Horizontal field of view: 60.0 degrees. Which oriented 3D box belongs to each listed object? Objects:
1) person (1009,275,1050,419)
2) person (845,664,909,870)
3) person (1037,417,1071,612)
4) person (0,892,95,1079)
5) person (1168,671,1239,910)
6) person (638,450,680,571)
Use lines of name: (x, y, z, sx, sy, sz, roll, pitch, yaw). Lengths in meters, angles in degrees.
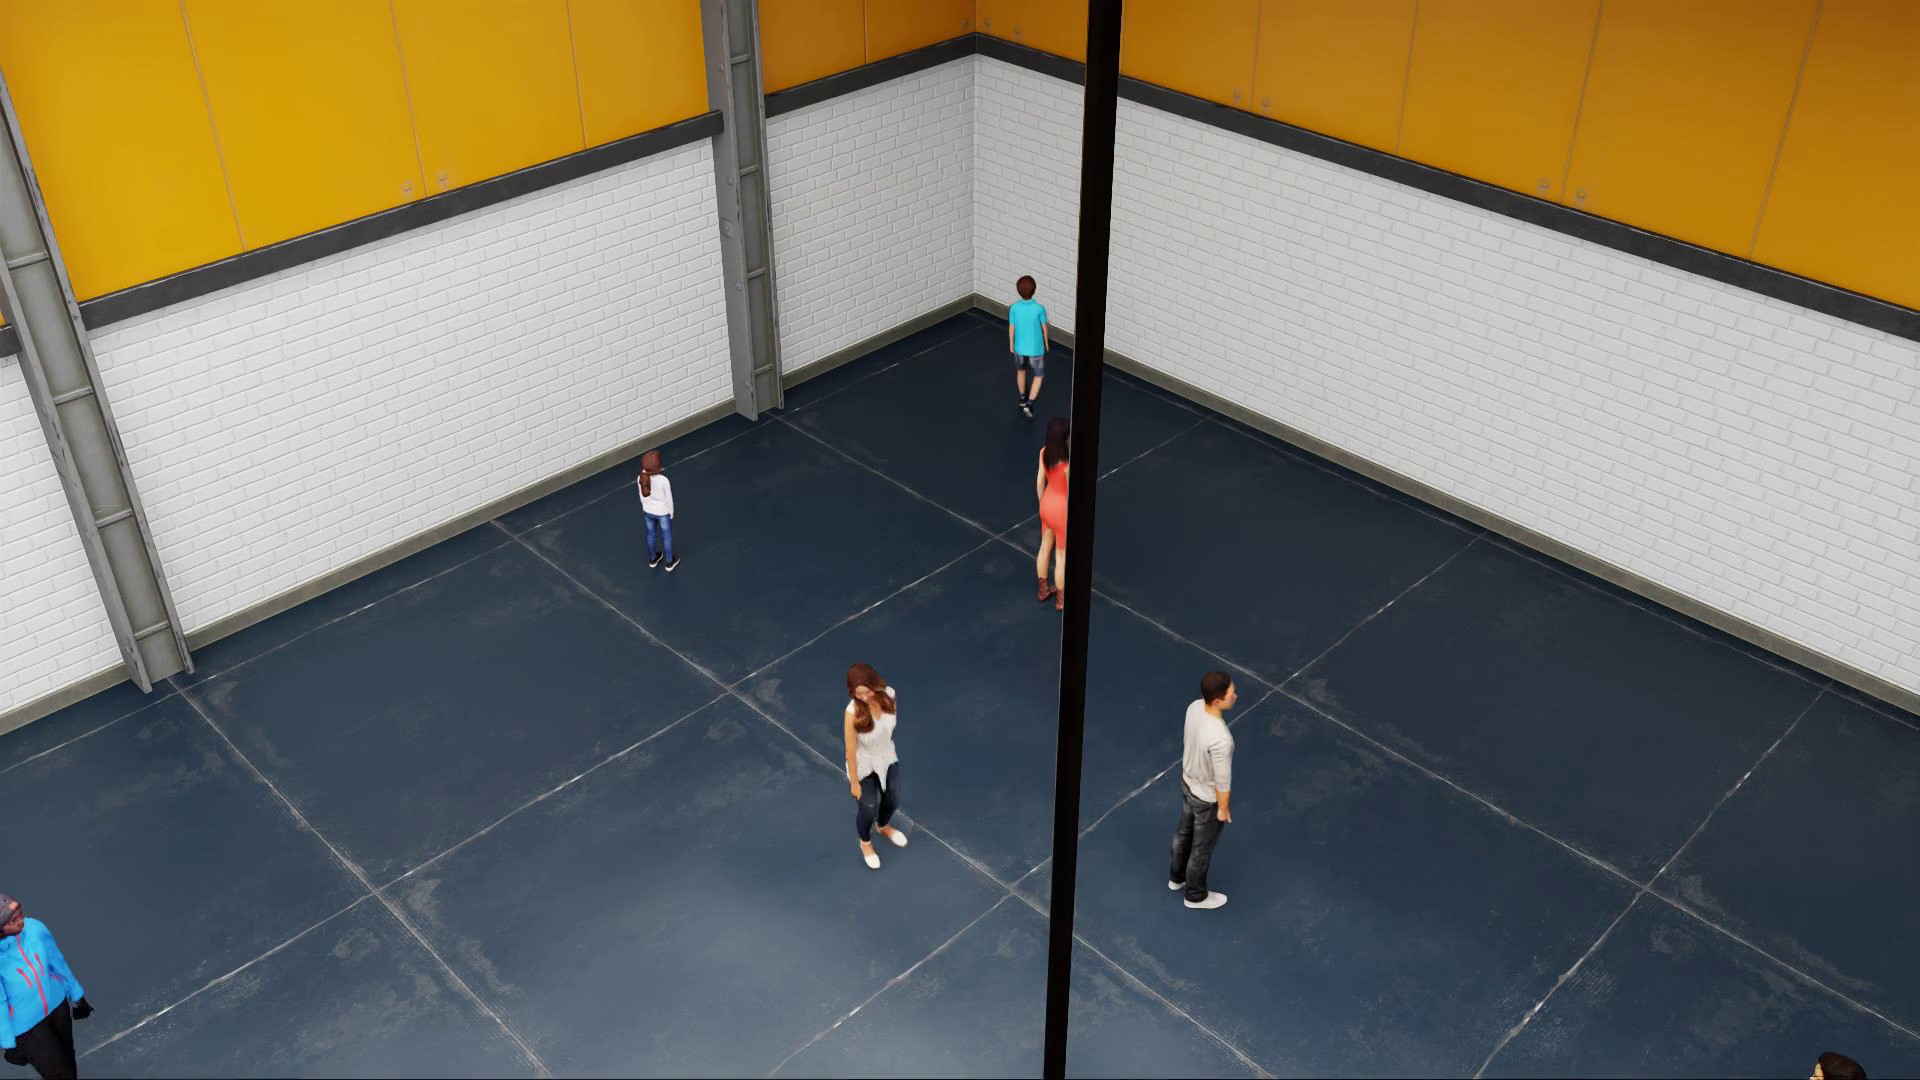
person: (0.669, -1.858, 16.055, 0.748, 1.438, 0.909, 10, 35, 14)
person: (-0.587, 1.428, 10.831, 0.745, 1.747, 0.575, 22, 40, 30)
person: (0.786, -0.209, 13.320, 0.547, 1.718, 0.600, -24, 41, -32)
person: (-5.109, 2.580, 9.068, 0.800, 1.781, 0.701, 8, 35, 13)
person: (1.543, 1.576, 10.551, 0.703, 1.810, 0.728, -11, 35, -16)
person: (-2.550, -0.266, 13.954, 0.521, 1.112, 0.571, 7, 34, 10)
